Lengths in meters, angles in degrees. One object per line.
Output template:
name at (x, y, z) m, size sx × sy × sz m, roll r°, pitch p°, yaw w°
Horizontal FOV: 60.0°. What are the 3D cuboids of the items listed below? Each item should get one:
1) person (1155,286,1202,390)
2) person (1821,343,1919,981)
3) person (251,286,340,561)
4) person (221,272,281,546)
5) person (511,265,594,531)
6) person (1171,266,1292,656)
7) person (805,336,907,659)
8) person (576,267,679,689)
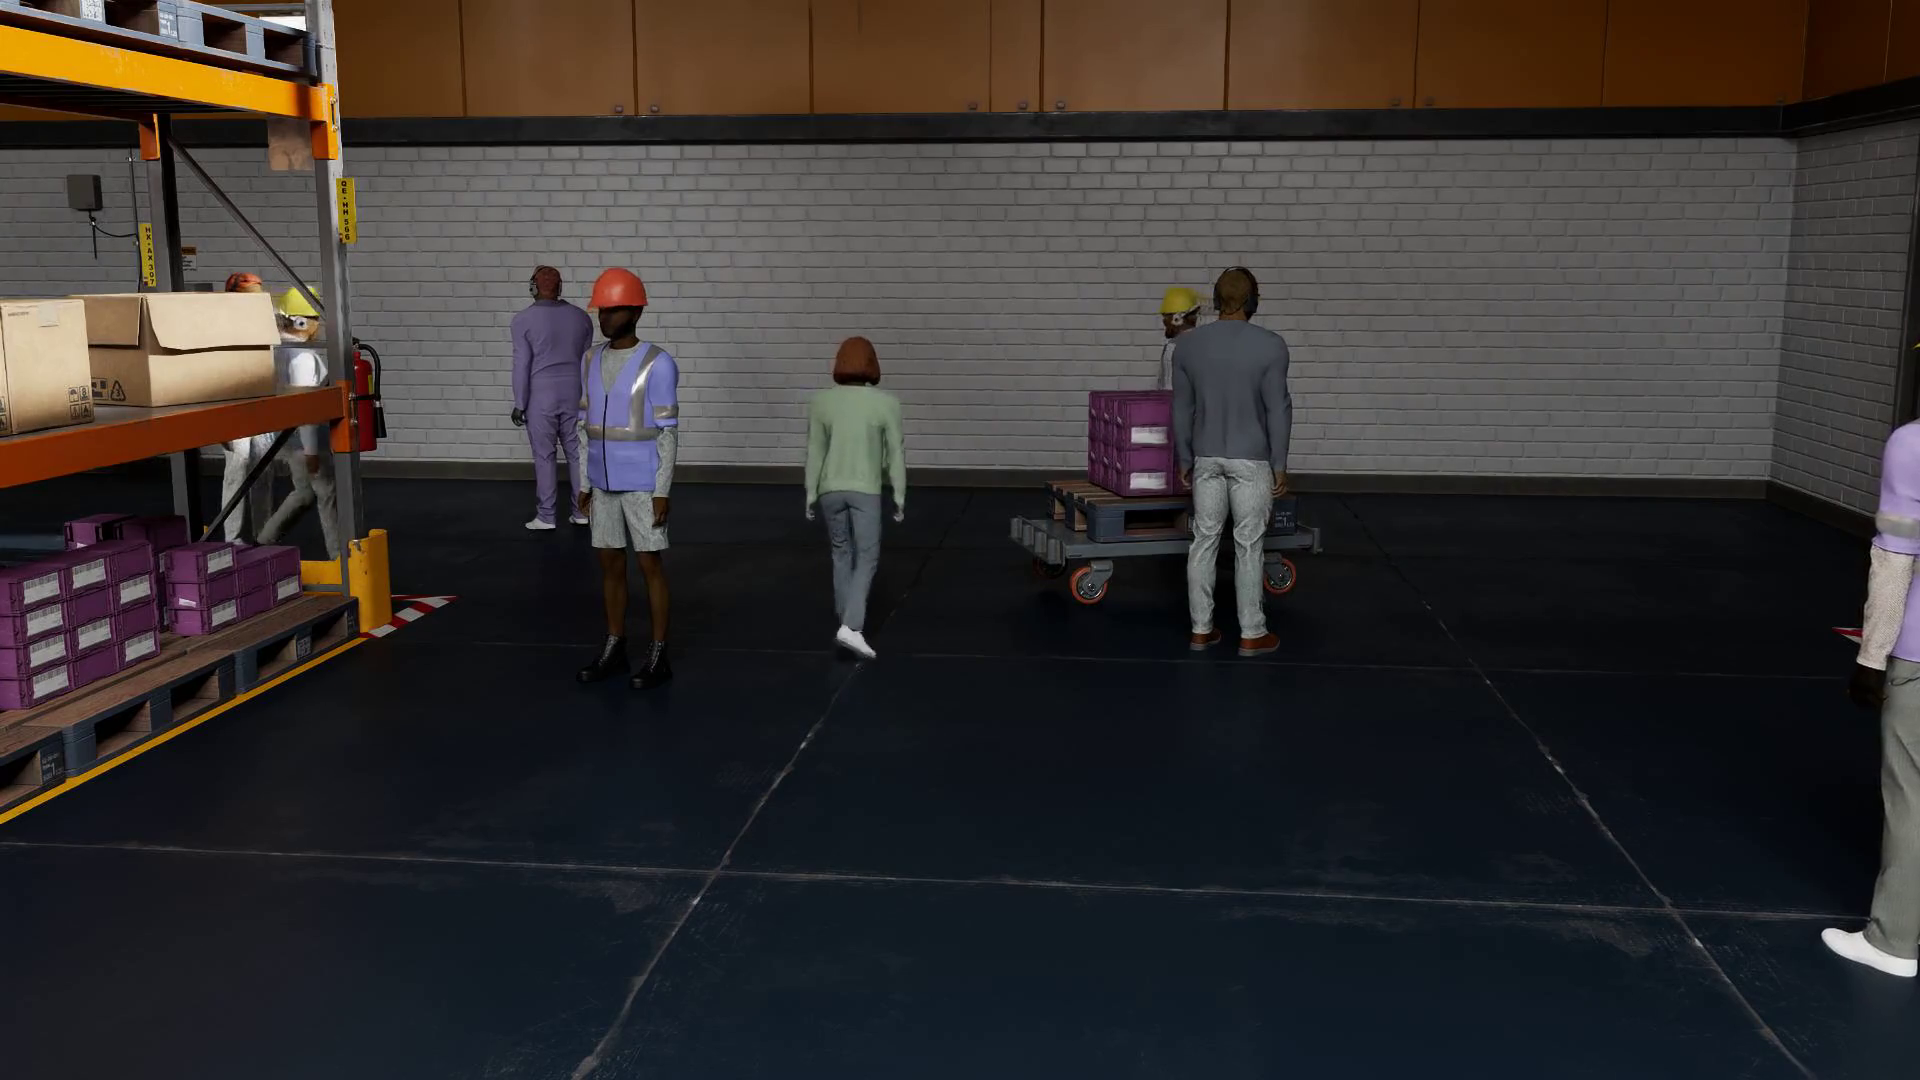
person at (1.549, -0.775, 10.972) m, size 0.854 × 1.795 × 0.596 m, roll 6°, pitch 12°, yaw 30°
person at (2.748, 0.269, 4.634) m, size 0.589 × 1.922 × 0.390 m, roll -3°, pitch 10°, yaw -17°
person at (-3.994, -0.633, 10.112) m, size 0.700 × 1.809 × 0.608 m, roll -7°, pitch 12°, yaw -36°
person at (-4.568, -0.767, 10.674) m, size 0.345 × 1.878 × 0.579 m, roll 3°, pitch 10°, yaw 16°
person at (-2.955, -1.019, 12.026) m, size 0.638 × 1.911 × 0.402 m, roll -9°, pitch 13°, yaw -41°
person at (1.358, -0.388, 8.326) m, size 0.627 × 1.940 × 0.370 m, roll 6°, pitch 12°, yaw 32°
person at (-0.550, -0.217, 8.347) m, size 0.514 × 1.596 × 0.682 m, roll 2°, pitch 10°, yaw 12°
person at (-1.553, -0.279, 7.696) m, size 0.545 × 1.942 × 0.349 m, roll 5°, pitch 11°, yaw 27°
